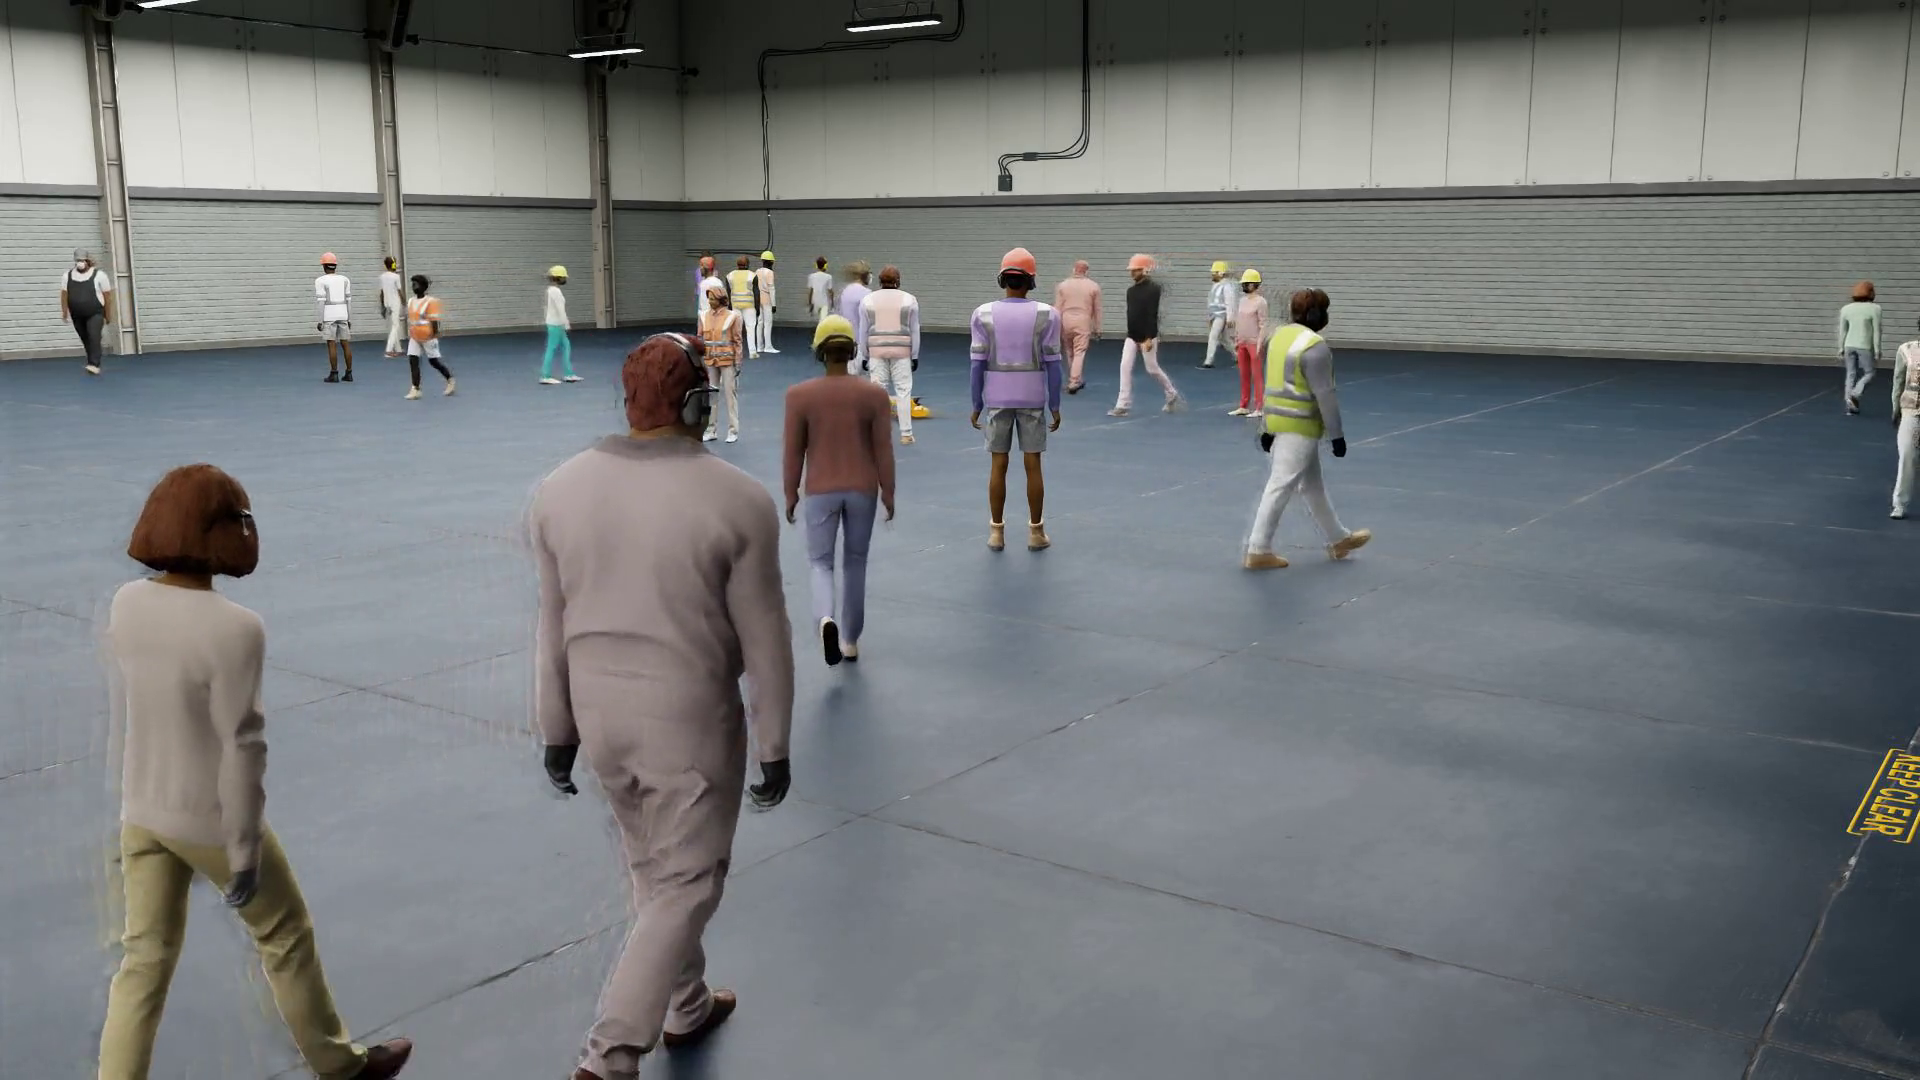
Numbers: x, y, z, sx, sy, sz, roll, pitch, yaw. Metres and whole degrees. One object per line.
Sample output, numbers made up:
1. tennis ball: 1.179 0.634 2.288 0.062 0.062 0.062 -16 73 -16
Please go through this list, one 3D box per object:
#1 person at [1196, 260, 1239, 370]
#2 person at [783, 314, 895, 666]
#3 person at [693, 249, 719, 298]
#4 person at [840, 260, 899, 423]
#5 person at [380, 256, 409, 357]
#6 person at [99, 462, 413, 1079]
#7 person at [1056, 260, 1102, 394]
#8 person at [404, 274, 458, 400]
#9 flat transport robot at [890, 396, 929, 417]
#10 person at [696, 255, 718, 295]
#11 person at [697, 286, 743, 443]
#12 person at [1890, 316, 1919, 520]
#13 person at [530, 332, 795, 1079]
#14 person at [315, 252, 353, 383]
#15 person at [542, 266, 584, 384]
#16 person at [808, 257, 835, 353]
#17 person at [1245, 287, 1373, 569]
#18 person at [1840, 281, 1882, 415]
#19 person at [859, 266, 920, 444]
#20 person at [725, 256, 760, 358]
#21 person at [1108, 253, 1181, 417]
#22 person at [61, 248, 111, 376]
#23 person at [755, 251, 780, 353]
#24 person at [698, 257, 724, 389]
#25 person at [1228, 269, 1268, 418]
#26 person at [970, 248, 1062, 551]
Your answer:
1. person: 4.342 -3.707 27.443 0.866 1.803 0.604 -2 10 -13
2. person: -0.581 -0.225 8.102 0.546 1.735 0.665 -1 10 -8
3. person: -5.917 -5.824 38.898 0.630 1.940 0.372 2 10 12
4. person: -1.193 -2.234 18.956 1.035 1.895 0.630 -4 11 -24
5. person: -10.398 -4.276 30.522 0.547 1.876 0.575 7 12 34
6. person: -1.645 0.619 3.765 0.515 1.597 0.825 5 11 26
7. person: 1.649 -2.966 23.200 0.649 1.848 1.064 3 11 18
8. person: -7.147 -2.732 22.339 0.537 1.673 0.758 6 12 29
9. flat transport robot: -1.132 -1.586 19.828 1.431 0.197 0.652 -2 10 -12
10. person: -5.527 -5.407 36.911 0.570 1.819 0.769 5 11 25
11. person: -2.505 -1.833 17.385 0.515 1.638 0.315 4 11 21
12. person: 7.383 -0.971 12.678 0.529 1.595 0.847 9 13 41
13. person: -0.736 0.450 3.958 0.655 1.877 0.889 4 11 22
14. person: -9.378 -3.322 24.885 0.379 1.938 0.547 8 13 39
15. person: -5.865 -3.172 24.577 0.750 1.734 0.548 -4 11 -20
16. person: -2.643 -4.441 31.497 0.536 1.834 0.911 5 11 26
17. person: 2.263 -0.712 10.673 0.980 1.787 0.655 -2 10 -11
18. person: 10.839 -2.307 20.050 0.372 1.619 0.529 -6 12 -31
19. person: -0.726 -1.903 17.210 0.624 1.844 0.430 1 10 3
20. person: -3.909 -4.208 30.118 0.631 1.842 0.428 2 10 11
21. person: 2.238 -2.471 20.075 0.949 1.967 0.609 -7 13 -36
22. person: -13.814 -3.613 26.225 0.690 2.000 1.000 -1 10 -3
23. person: -3.668 -4.507 31.560 0.382 1.923 0.593 -8 13 -39
24. person: -3.530 -3.053 23.528 0.344 1.882 0.581 3 10 15
25. person: 3.467 -2.350 19.921 0.310 1.769 0.525 -5 11 -28
26. person: 0.379 -0.941 11.252 0.616 2.041 0.383 1 10 6
